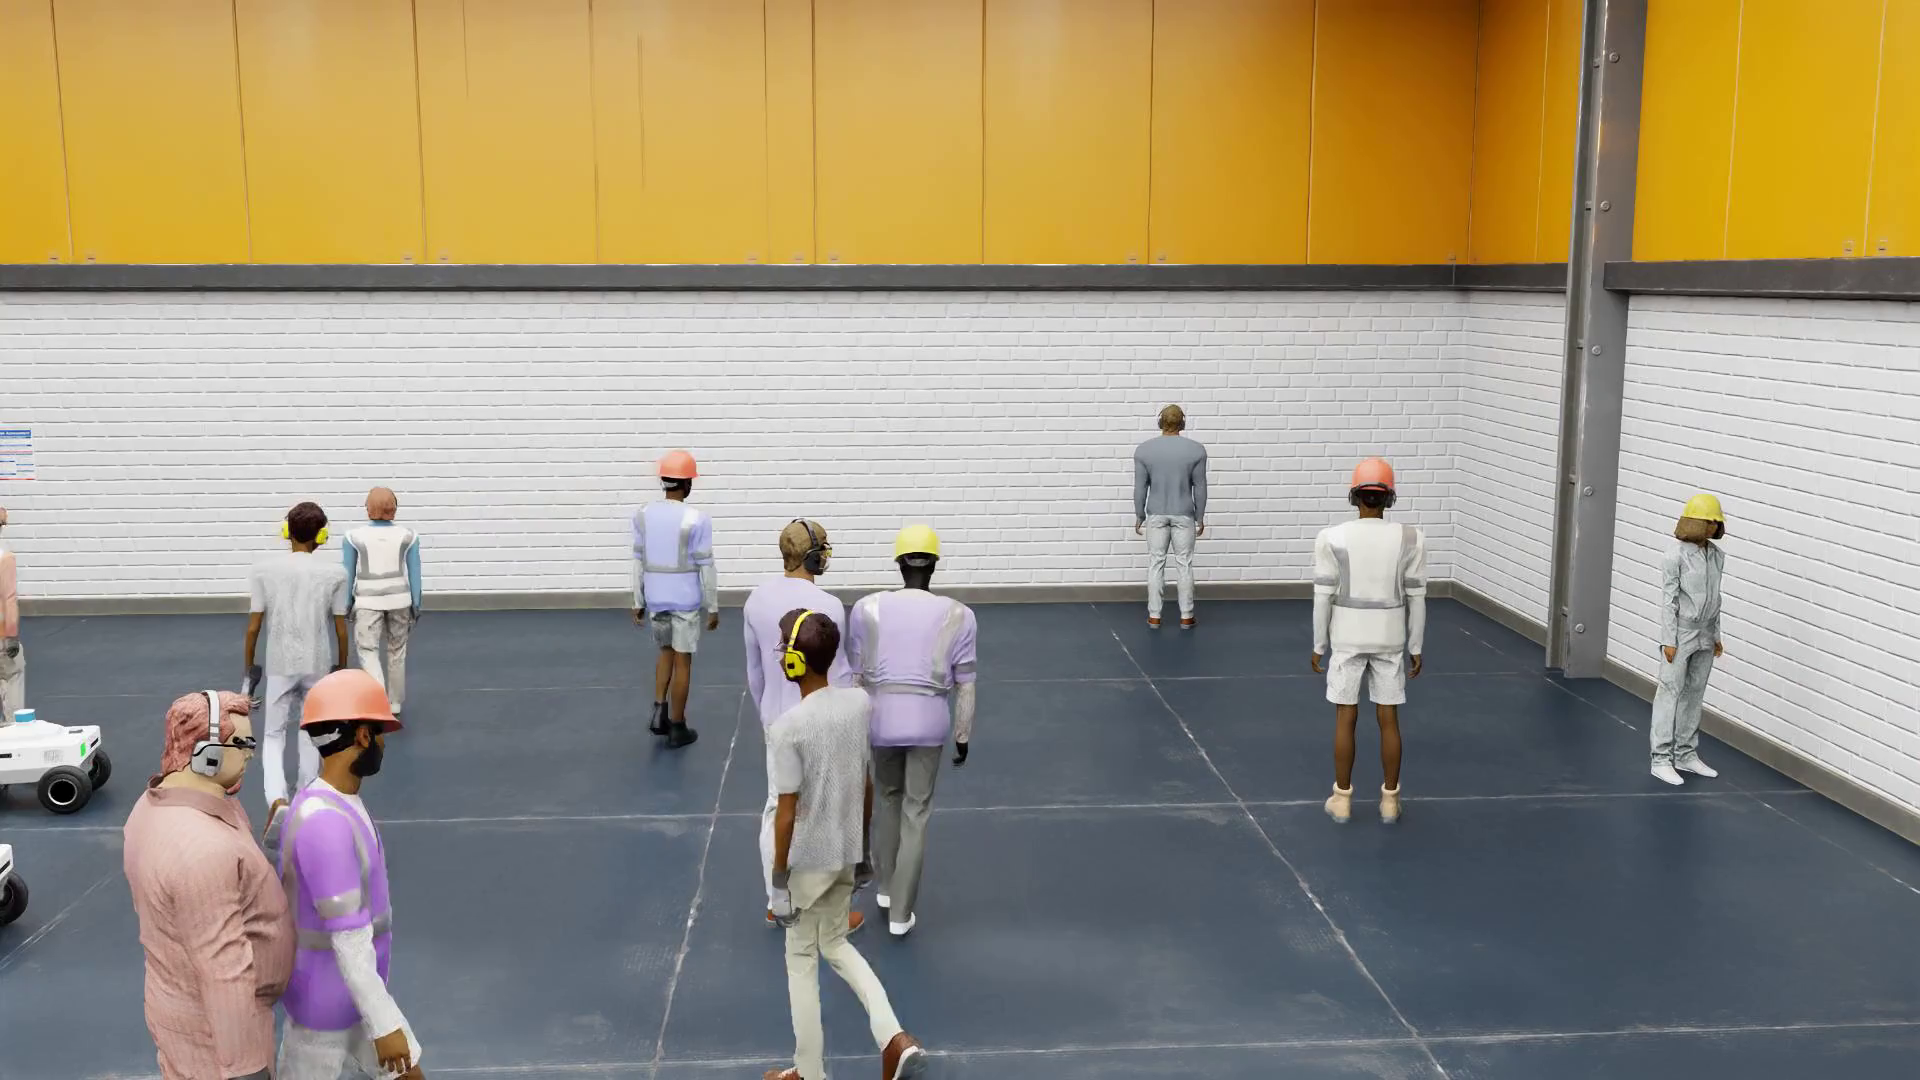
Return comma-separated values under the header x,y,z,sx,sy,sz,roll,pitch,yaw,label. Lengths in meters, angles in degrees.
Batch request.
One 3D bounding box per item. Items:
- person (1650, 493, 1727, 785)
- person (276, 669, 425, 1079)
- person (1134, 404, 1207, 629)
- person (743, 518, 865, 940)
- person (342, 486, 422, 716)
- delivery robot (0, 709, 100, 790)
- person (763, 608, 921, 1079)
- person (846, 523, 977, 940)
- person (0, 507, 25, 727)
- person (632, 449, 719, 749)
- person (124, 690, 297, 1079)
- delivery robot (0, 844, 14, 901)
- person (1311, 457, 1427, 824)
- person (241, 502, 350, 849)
x,y,z,sx,sy,sz,roll,pitch,yaw,label
4.396,0.584,9.980,0.486,1.745,0.295,-5,10,-29,person
-1.896,1.331,4.892,0.952,1.879,0.581,-2,9,-12,person
1.801,-0.197,14.276,0.628,1.940,0.378,2,9,11,person
-0.719,0.861,7.629,0.627,1.940,0.371,8,12,42,person
-3.880,0.447,11.211,0.516,1.618,0.687,-5,10,-27,person
-5.318,1.209,9.481,0.707,0.478,0.477,-2,9,-13,delivery robot
-0.454,1.162,5.988,0.580,1.858,0.532,7,12,39,person
-0.224,0.866,7.736,0.607,1.886,0.647,1,9,7,person
-6.141,0.588,10.390,0.539,1.616,0.684,3,9,17,person
-1.820,0.381,10.694,0.566,1.919,0.432,3,10,20,person
-2.058,1.354,4.656,0.407,1.903,0.639,-7,11,-38,person
-4.678,1.530,7.467,0.707,0.478,0.477,-2,9,-12,delivery robot
2.255,0.556,9.226,0.614,2.039,0.395,1,9,5,person
-3.496,0.730,8.794,0.576,1.830,0.664,-4,10,-22,person
